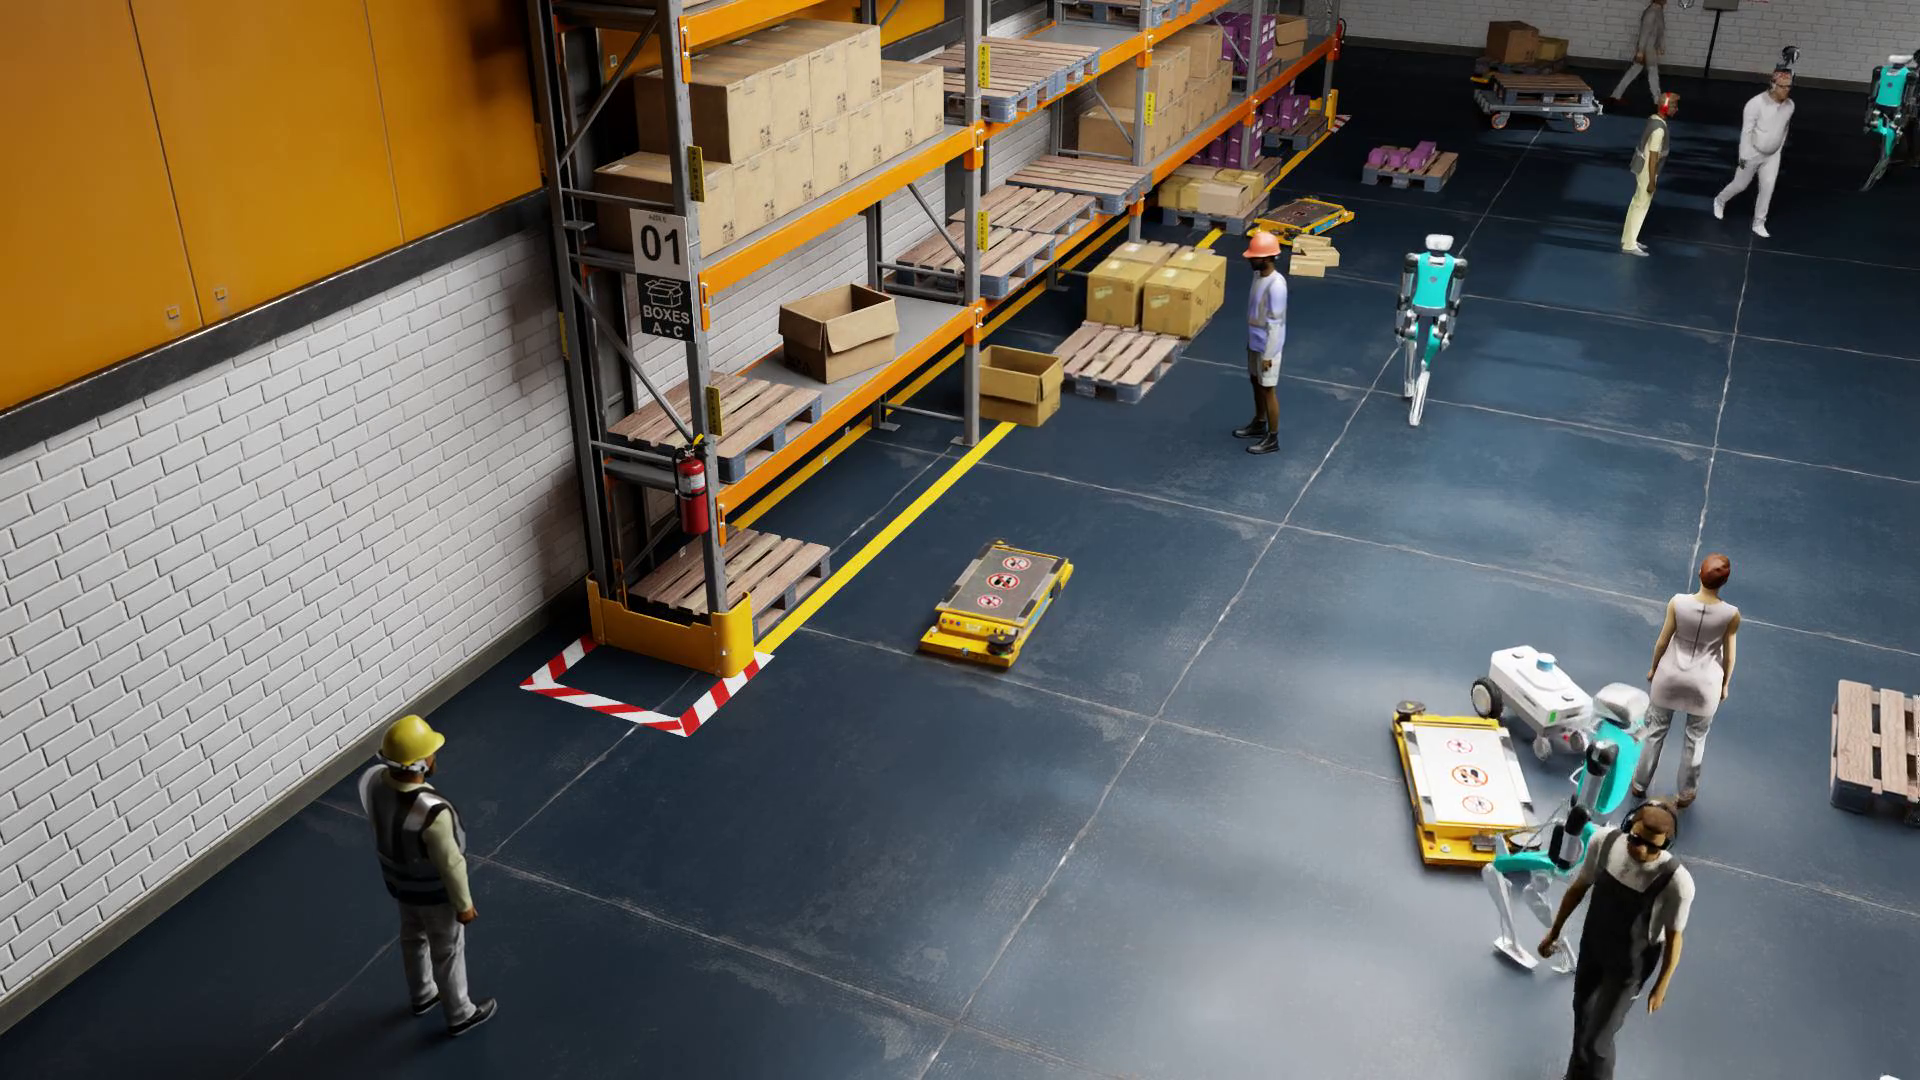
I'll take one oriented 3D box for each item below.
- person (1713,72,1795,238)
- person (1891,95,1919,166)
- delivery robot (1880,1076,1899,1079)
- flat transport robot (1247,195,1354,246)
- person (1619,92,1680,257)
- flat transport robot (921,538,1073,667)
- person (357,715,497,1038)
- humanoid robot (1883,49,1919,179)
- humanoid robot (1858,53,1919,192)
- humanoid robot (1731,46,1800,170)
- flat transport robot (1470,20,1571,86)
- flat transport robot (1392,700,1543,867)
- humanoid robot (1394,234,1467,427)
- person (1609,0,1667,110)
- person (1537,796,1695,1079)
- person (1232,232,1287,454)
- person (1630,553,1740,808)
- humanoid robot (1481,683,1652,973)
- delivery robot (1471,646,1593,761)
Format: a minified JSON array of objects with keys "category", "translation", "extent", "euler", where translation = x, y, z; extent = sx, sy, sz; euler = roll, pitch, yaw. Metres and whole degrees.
[{"category":"person","translation":[9.348,-4.562,19.494],"extent":[0.633,1.875,0.827],"euler":[-3,29,-6]},{"category":"person","translation":[12.654,-5.785,21.908],"extent":[0.599,1.725,0.576],"euler":[-2,28,-4]},{"category":"delivery robot","translation":[4.454,2.726,7.386],"extent":[0.790,0.608,0.499],"euler":[16,32,27]},{"category":"flat transport robot","translation":[4.059,-3.791,19.758],"extent":[0.659,0.231,1.431],"euler":[21,35,34]},{"category":"person","translation":[7.736,-4.126,18.733],"extent":[0.380,1.839,0.563],"euler":[7,29,13]},{"category":"flat transport robot","translation":[0.288,0.429,11.933],"extent":[0.659,0.231,1.431],"euler":[10,30,19]},{"category":"person","translation":[-2.575,1.632,8.069],"extent":[0.594,1.826,0.403],"euler":[19,34,32]},{"category":"humanoid robot","translation":[12.199,-5.492,21.425],"extent":[0.352,1.656,0.593],"euler":[-4,29,-7]},{"category":"humanoid robot","translation":[11.844,-5.327,21.117],"extent":[1.014,1.774,0.531],"euler":[-24,36,-37]},{"category":"humanoid robot","translation":[10.623,-5.619,21.718],"extent":[0.783,1.626,0.610],"euler":[4,29,7]},{"category":"flat transport robot","translation":[8.862,-7.278,26.223],"extent":[1.431,0.231,0.659],"euler":[22,35,35]},{"category":"flat transport robot","translation":[3.035,1.459,10.022],"extent":[0.659,0.231,1.431],"euler":[3,28,5]},{"category":"humanoid robot","translation":[4.153,-1.945,14.841],"extent":[0.544,1.769,1.037],"euler":[7,29,13]},{"category":"person","translation":[10.248,-7.309,24.687],"extent":[0.946,1.782,0.510],"euler":[14,31,24]},{"category":"person","translation":[2.926,1.900,7.565],"extent":[0.445,1.831,0.562],"euler":[-14,31,-24]},{"category":"person","translation":[2.540,-1.674,14.098],"extent":[0.407,1.925,0.556],"euler":[-5,29,-10]},{"category":"person","translation":[4.267,0.819,9.741],"extent":[0.453,1.661,0.282],"euler":[14,31,23]},{"category":"humanoid robot","translation":[3.029,1.453,8.489],"extent":[0.735,1.784,0.549],"euler":[24,36,36]},{"category":"delivery robot","translation":[3.680,0.998,10.568],"extent":[0.499,0.587,0.767],"euler":[-9,30,-16]}]
